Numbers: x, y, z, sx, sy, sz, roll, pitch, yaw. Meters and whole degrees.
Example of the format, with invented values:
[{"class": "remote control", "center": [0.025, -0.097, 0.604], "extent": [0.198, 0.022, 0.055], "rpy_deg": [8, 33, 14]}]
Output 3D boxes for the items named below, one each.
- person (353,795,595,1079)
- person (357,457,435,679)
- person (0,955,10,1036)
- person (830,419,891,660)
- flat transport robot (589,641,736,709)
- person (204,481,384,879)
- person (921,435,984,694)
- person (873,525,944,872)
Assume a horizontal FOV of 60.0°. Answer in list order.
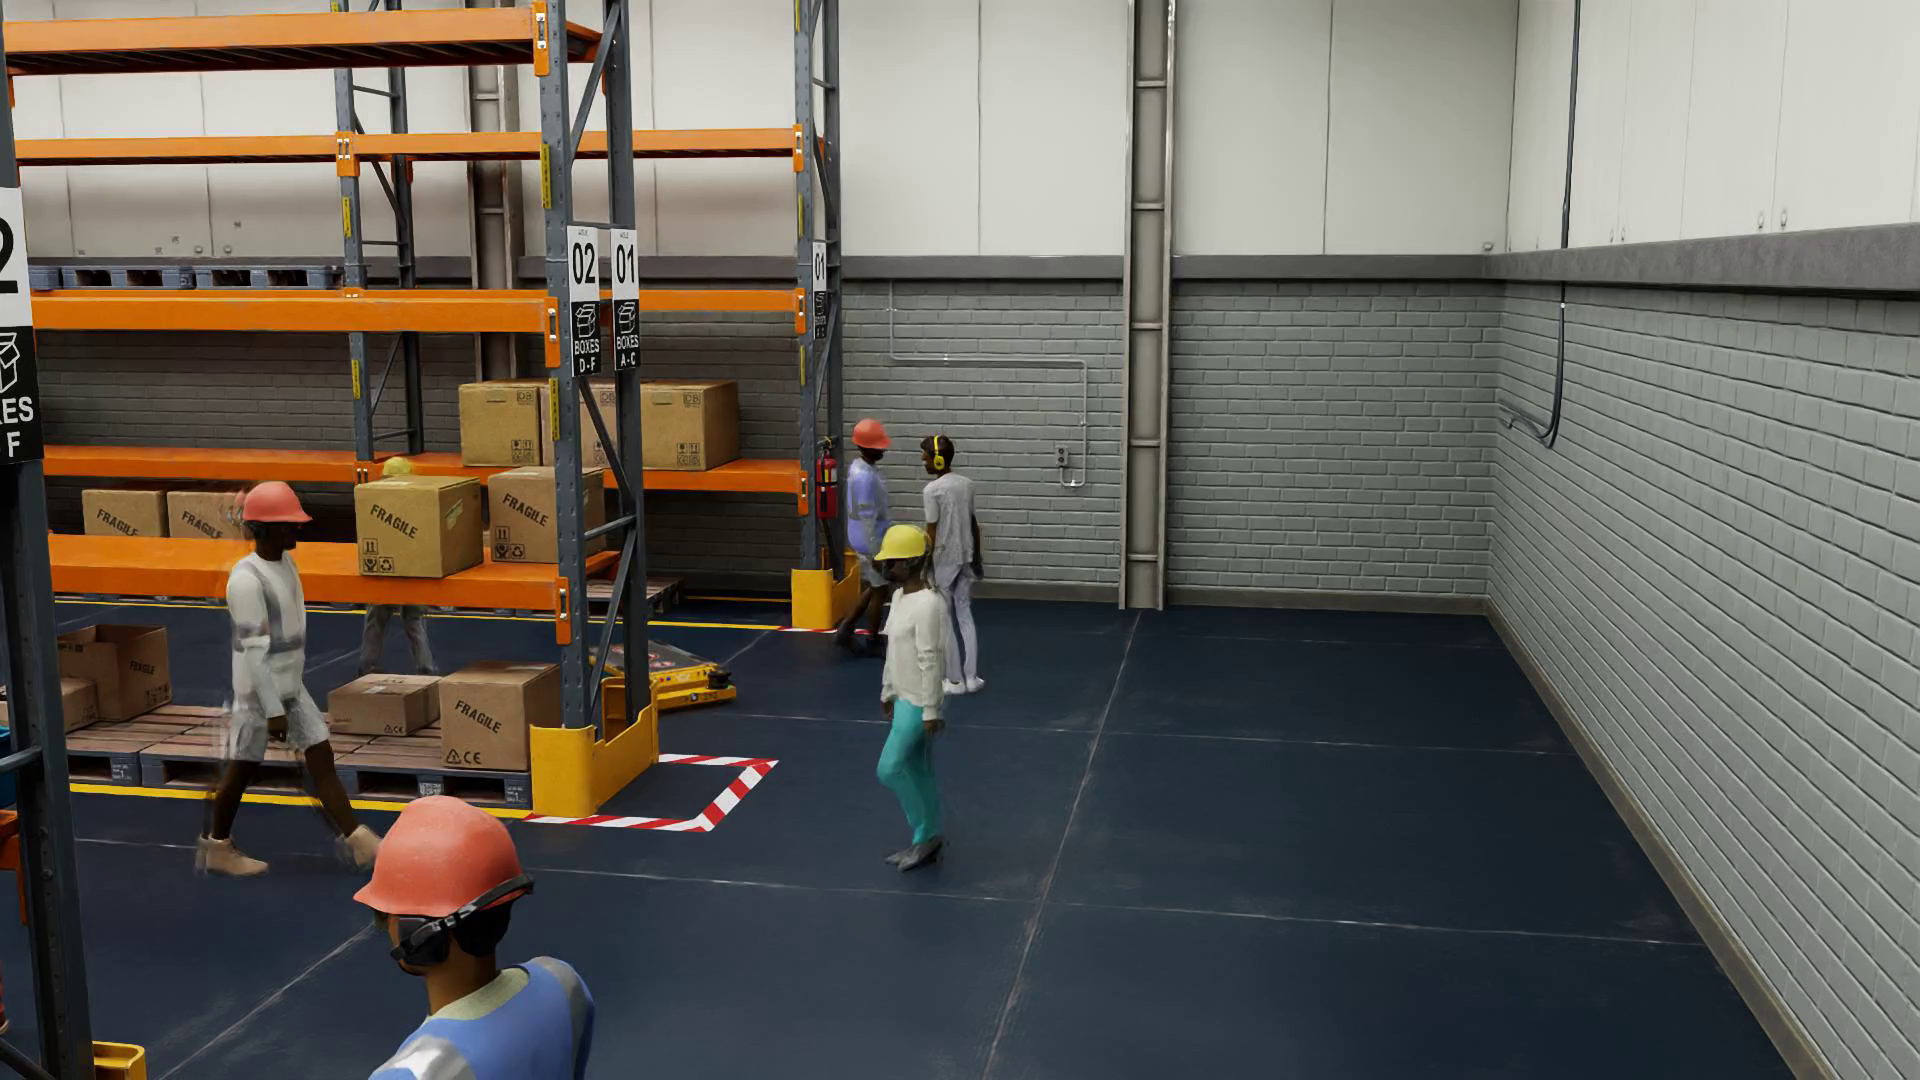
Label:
[{"class": "person", "center": [-0.923, 1.475, 3.127], "extent": [0.375, 2.042, 0.615], "rpy_deg": [3, 10, 16]}, {"class": "person", "center": [-3.965, 0.281, 11.586], "extent": [0.657, 1.704, 0.529], "rpy_deg": [5, 10, 27]}, {"class": "person", "center": [-3.977, 0.997, 6.293], "extent": [0.611, 1.985, 0.414], "rpy_deg": [1, 9, 6]}, {"class": "person", "center": [-0.725, 0.010, 12.728], "extent": [0.503, 1.895, 0.656], "rpy_deg": [-1, 9, -5]}, {"class": "flat transport robot", "center": [-2.227, 0.942, 11.912], "extent": [0.652, 0.197, 1.431], "rpy_deg": [-7, 11, -35]}, {"class": "person", "center": [-3.266, 0.704, 8.080], "extent": [1.064, 1.980, 0.629], "rpy_deg": [0, 9, 2]}, {"class": "person", "center": [-0.056, 0.178, 11.801], "extent": [0.390, 1.854, 0.588], "rpy_deg": [8, 12, 40]}, {"class": "person", "center": [-0.264, 0.793, 8.259], "extent": [0.396, 1.749, 0.544], "rpy_deg": [-3, 10, -16]}]
